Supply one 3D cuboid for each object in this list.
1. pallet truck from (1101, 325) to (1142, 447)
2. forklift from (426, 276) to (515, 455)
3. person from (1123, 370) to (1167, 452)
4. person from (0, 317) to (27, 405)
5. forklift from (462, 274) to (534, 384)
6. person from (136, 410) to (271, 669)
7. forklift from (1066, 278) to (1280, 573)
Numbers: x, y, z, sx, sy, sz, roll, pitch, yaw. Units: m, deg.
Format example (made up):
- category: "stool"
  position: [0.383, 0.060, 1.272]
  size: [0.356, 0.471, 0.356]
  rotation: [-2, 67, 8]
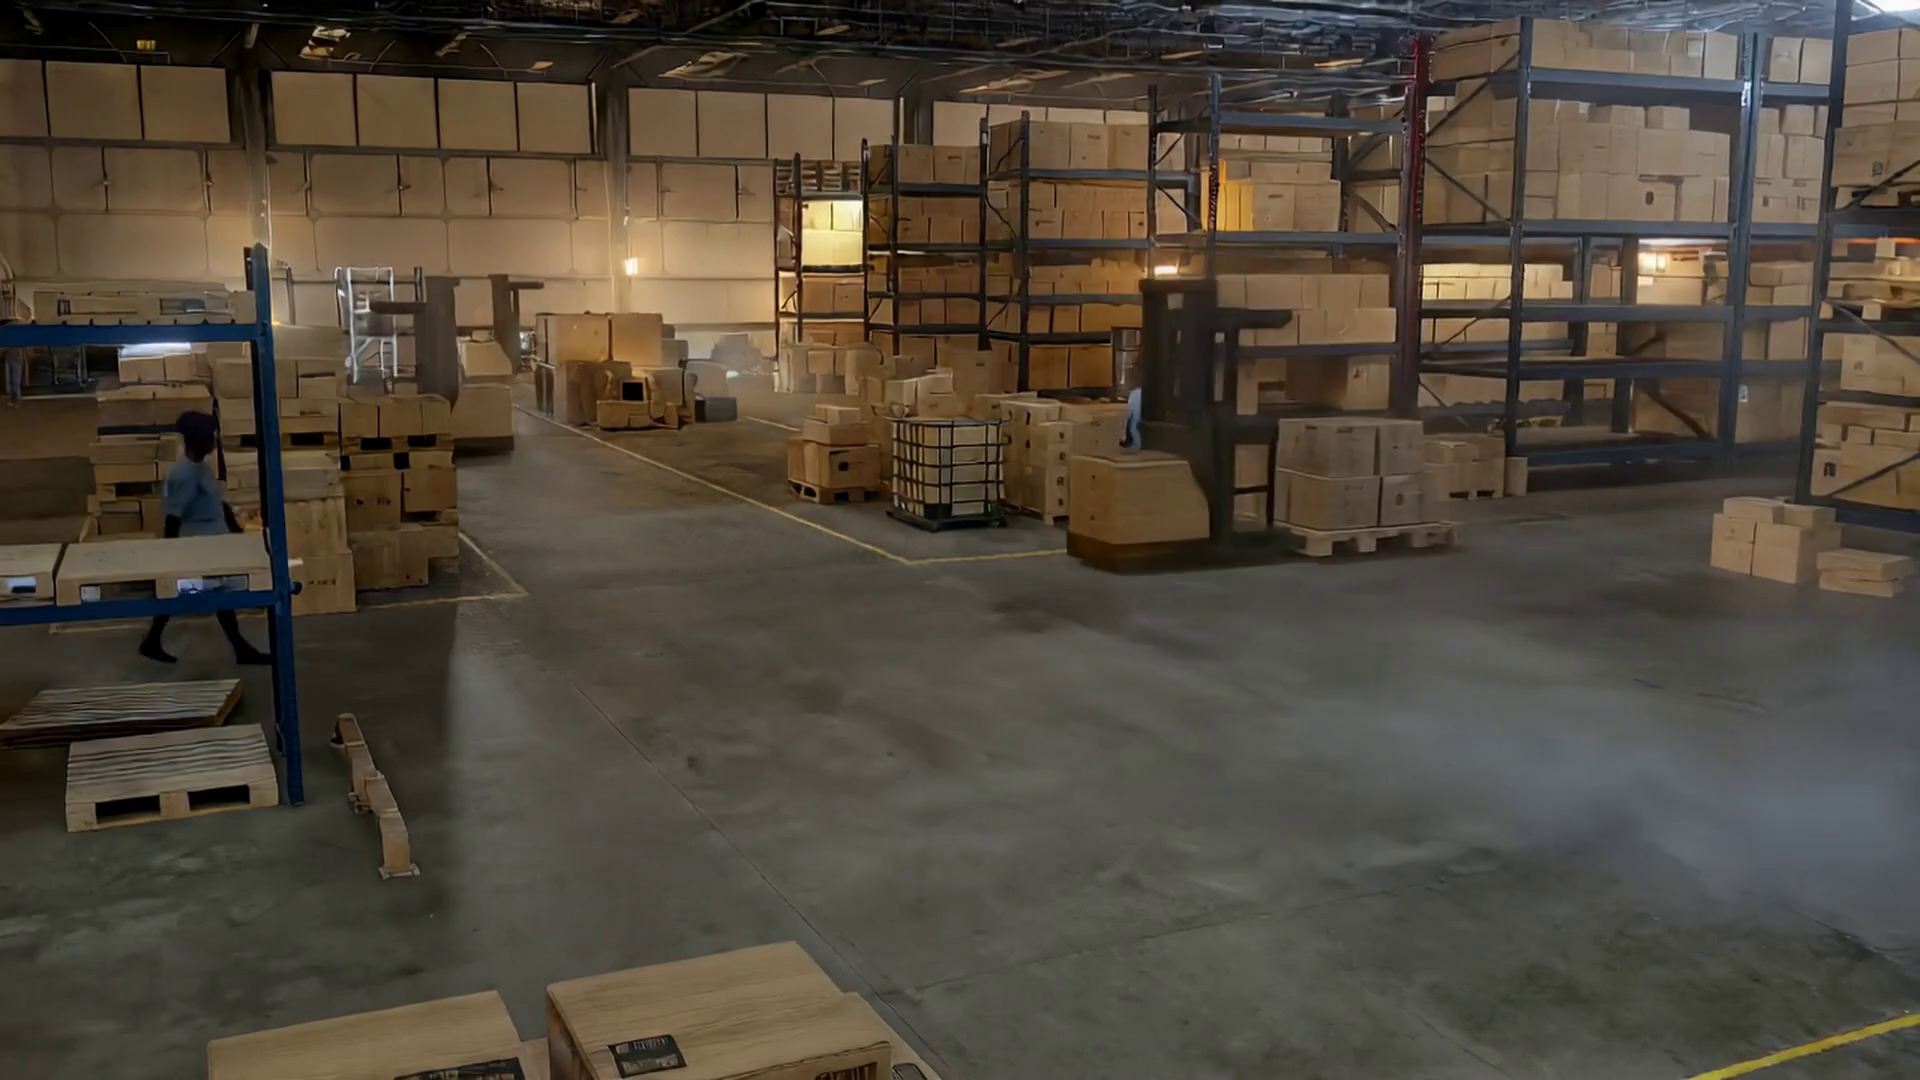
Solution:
- category: "pallet truck"
  position: [2.881, -2.596, 27.923]
  size: [0.823, 1.965, 1.885]
  rotation: [-1, 9, -7]
- category: "forklift"
  position: [-8.069, -2.737, 26.069]
  size: [1.873, 2.768, 1.129]
  rotation: [-4, 10, -25]
- category: "person"
  position: [2.200, -1.166, 19.510]
  size: [0.564, 1.848, 0.545]
  rotation: [0, 9, 1]
- category: "person"
  position: [-20.486, -3.837, 35.885]
  size: [0.632, 1.923, 0.634]
  rotation: [-5, 10, -27]
- category: "forklift"
  position: [-11.649, -5.347, 42.258]
  size: [1.873, 2.768, 1.129]
  rotation: [-4, 10, -25]
- category: "person"
  position: [-5.559, 0.010, 12.073]
  size: [1.034, 1.912, 0.607]
  rotation: [-2, 9, -12]
- category: "forklift"
  position: [2.093, -1.175, 16.376]
  size: [1.873, 2.768, 1.129]
  rotation: [-4, 10, -25]
